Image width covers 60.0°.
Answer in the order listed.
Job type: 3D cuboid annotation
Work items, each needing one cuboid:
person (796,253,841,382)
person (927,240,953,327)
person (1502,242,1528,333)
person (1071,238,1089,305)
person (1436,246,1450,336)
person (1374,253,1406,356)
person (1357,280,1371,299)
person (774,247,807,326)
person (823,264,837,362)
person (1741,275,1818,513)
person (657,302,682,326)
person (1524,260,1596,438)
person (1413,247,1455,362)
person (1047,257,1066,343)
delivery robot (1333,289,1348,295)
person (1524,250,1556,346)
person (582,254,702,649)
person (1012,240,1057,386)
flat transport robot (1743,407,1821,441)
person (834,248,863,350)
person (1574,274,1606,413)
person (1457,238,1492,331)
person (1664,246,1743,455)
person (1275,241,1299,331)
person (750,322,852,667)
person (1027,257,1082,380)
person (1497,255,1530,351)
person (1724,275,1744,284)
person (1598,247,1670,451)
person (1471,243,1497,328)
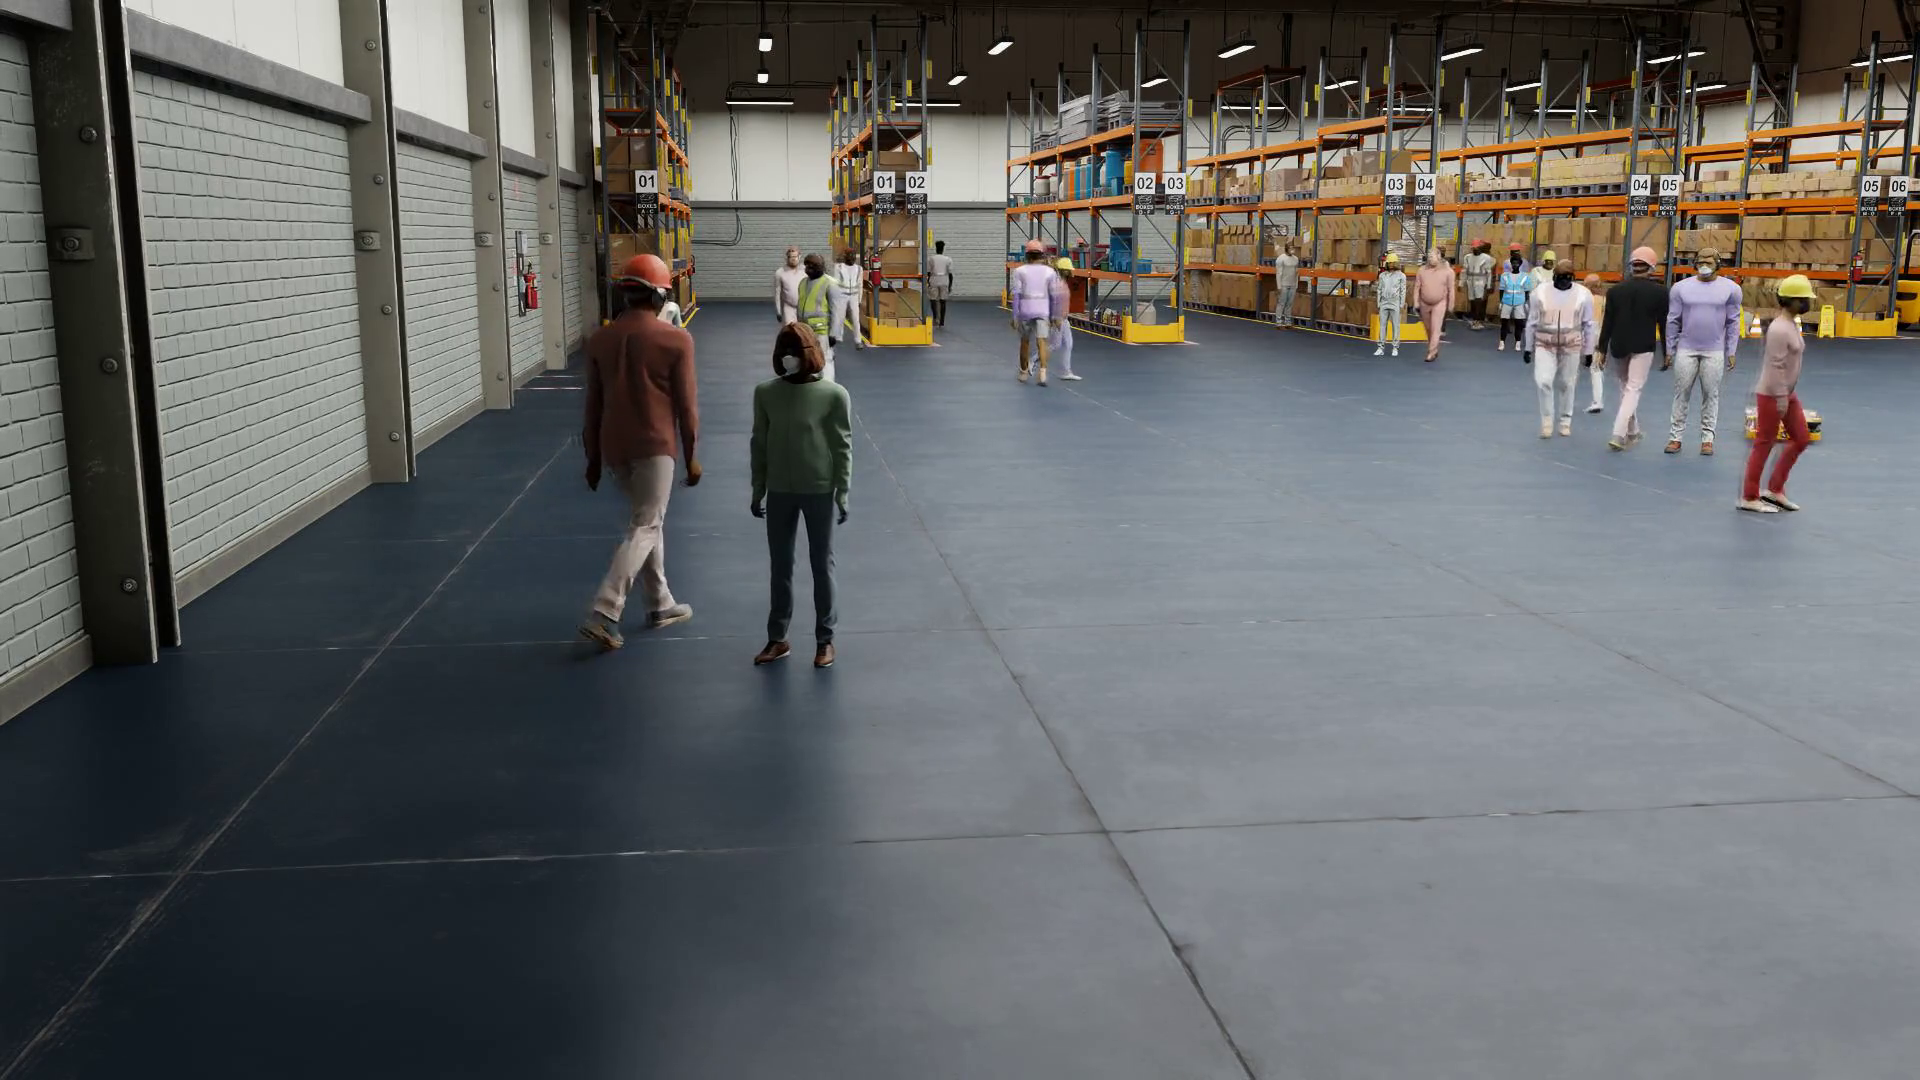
[{"bbox_3d":[-1.681,-2.418,19.396,0.634,1.841,0.429,9,14,40],"label":"person"},{"bbox_3d":[-0.465,-5.741,37.309,0.631,1.946,0.434,-2,10,-9],"label":"person"},{"bbox_3d":[11.598,-5.265,34.779,0.561,1.920,0.734,0,10,1],"label":"person"},{"bbox_3d":[3.613,-7.977,49.513,0.646,1.988,0.393,0,10,-2],"label":"person"},{"bbox_3d":[9.829,-5.101,34.111,0.346,1.840,0.505,-3,11,-15],"label":"person"},{"bbox_3d":[7.366,-4.024,28.466,0.483,1.745,0.305,7,12,32],"label":"person"},{"bbox_3d":[10.443,-6.658,43.277,0.517,1.615,0.638,0,10,-2],"label":"person"},{"bbox_3d":[-2.530,-3.564,25.610,0.646,1.874,0.914,-3,11,-16],"label":"person"},{"bbox_3d":[-2.198,-3.620,26.633,0.535,1.597,0.795,-3,11,-17],"label":"person"},{"bbox_3d":[6.029,-1.053,12.164,0.515,1.748,0.546,8,13,38],"label":"person"},{"bbox_3d":[-3.205,-1.978,17.664,0.516,1.595,0.852,-1,10,-5],"label":"person"},{"bbox_3d":[6.051,-1.919,16.794,0.677,1.790,0.801,4,11,20],"label":"person"},{"bbox_3d":[7.797,-3.870,27.309,0.634,1.867,0.928,7,12,32],"label":"person"},{"bbox_3d":[1.856,-4.602,31.935,0.279,1.634,0.499,7,12,34],"label":"person"},{"bbox_3d":[11.537,-7.361,49.765,0.707,0.478,0.477,7,12,33],"label":"delivery robot"},{"bbox_3d":[10.630,-4.389,30.386,0.595,1.793,0.944,-1,10,-5],"label":"person"},{"bbox_3d":[-1.649,-0.449,8.322,0.596,1.953,0.943,5,12,27],"label":"person"},{"bbox_3d":[1.021,-3.116,22.843,0.641,1.992,1.066,-1,10,-7],"label":"person"},{"bbox_3d":[8.395,-1.197,17.008,0.652,0.197,1.431,4,11,23],"label":"flat transport robot"},{"bbox_3d":[-2.038,-4.384,30.227,0.591,1.838,0.999,-3,11,-18],"label":"person"},{"bbox_3d":[7.306,-2.290,19.377,0.522,1.601,0.846,0,10,-1],"label":"person"},{"bbox_3d":[11.092,-5.507,35.900,0.793,2.003,0.624,-10,14,-43],"label":"person"},{"bbox_3d":[6.909,-1.758,15.515,0.635,1.936,0.354,6,12,28],"label":"person"},{"bbox_3d":[7.083,-5.489,36.011,0.624,1.931,0.375,-7,13,-35],"label":"person"},{"bbox_3d":[-0.756,-0.211,7.866,0.498,1.634,0.282,3,11,15],"label":"person"},{"bbox_3d":[1.344,-3.129,23.557,0.707,1.737,0.525,4,11,19],"label":"person"},{"bbox_3d":[9.829,-4.194,29.529,0.532,1.697,0.322,4,11,22],"label":"person"},{"bbox_3d":[20.913,-7.106,44.905,0.582,1.918,0.405,-2,10,-10],"label":"person"},{"bbox_3d":[6.471,-1.834,15.960,0.620,1.932,1.060,10,14,43],"label":"person"},{"bbox_3d":[11.643,-5.675,37.091,0.614,1.896,0.452,0,10,1],"label":"person"}]
